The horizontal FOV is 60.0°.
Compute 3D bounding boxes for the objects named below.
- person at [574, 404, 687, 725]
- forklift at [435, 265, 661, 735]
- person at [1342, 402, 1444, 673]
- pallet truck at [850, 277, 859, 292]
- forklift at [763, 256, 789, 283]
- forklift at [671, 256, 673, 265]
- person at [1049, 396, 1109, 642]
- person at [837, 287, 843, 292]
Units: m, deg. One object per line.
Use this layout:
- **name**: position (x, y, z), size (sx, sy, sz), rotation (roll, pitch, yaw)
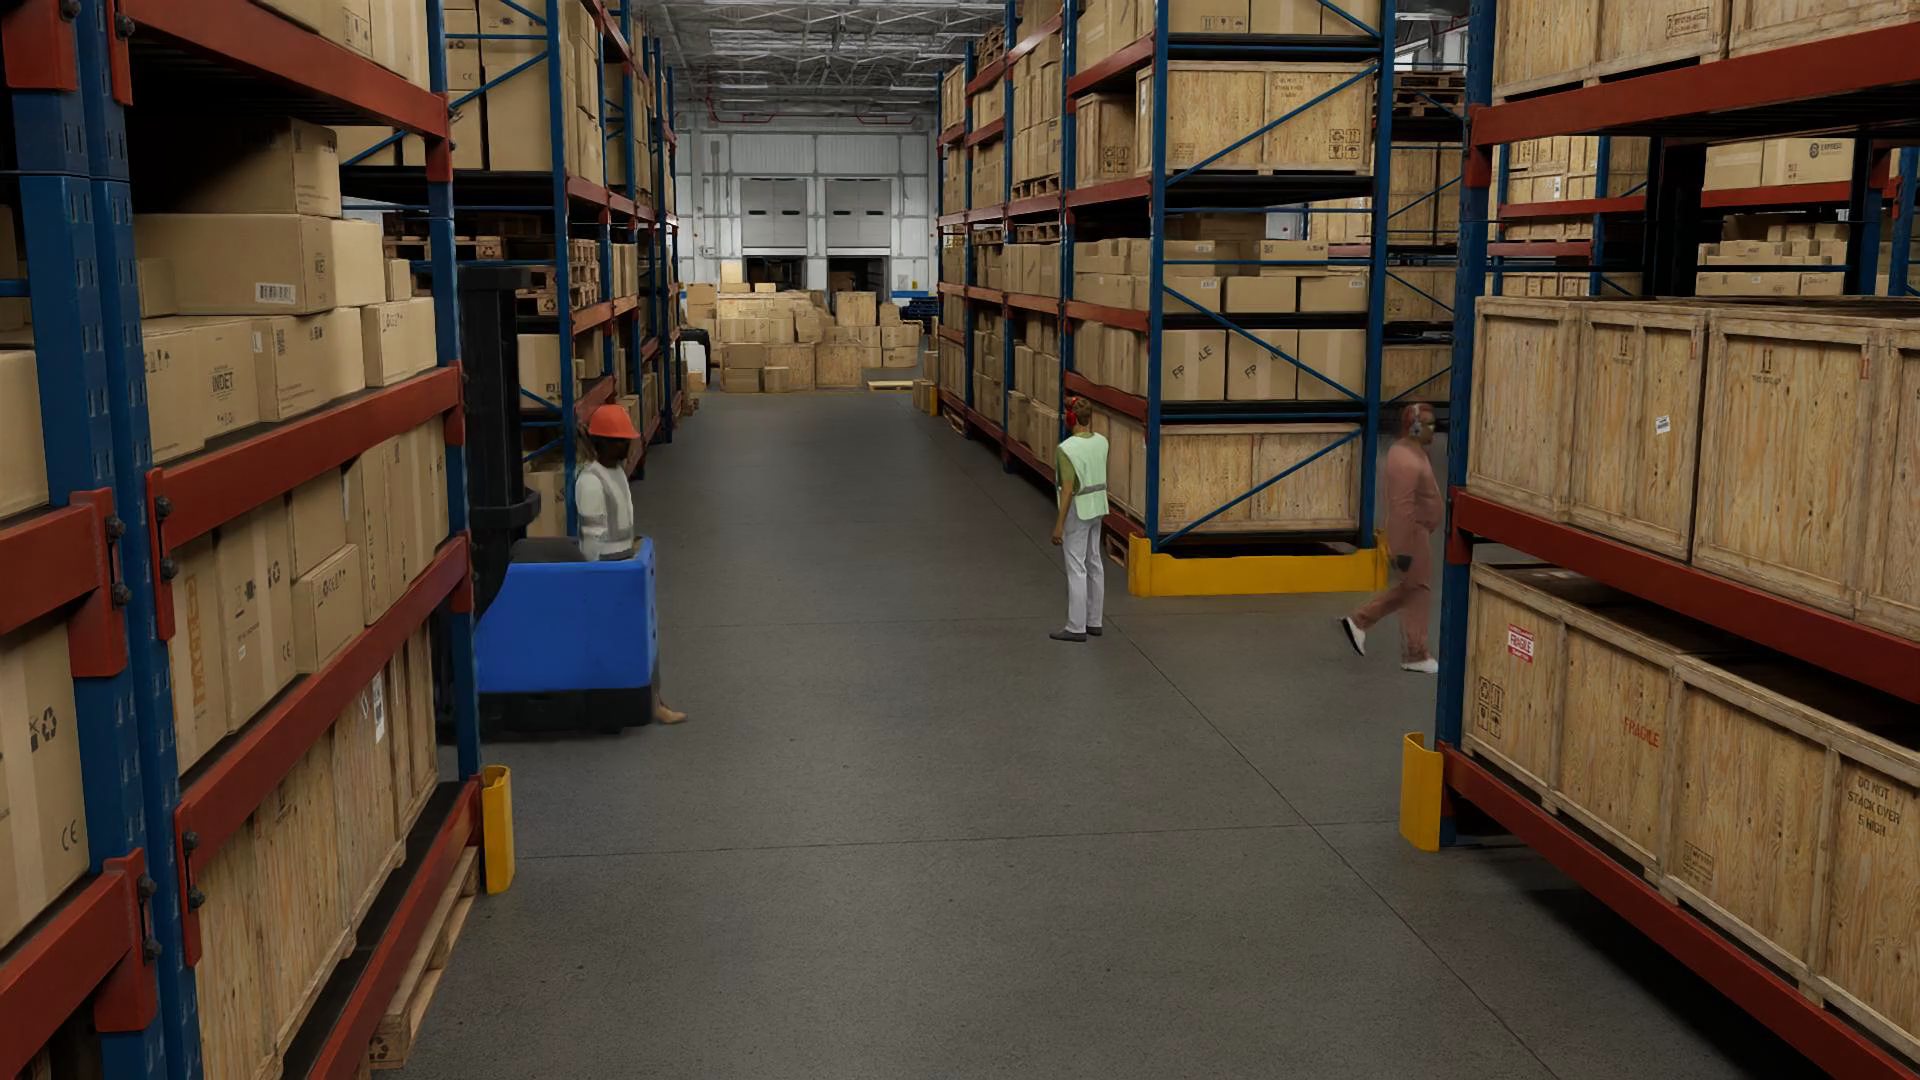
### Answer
- **person**: position (-2.227, 0.166, 10.161), size (0.983, 2.012, 0.621), rotation (1, 10, 8)
- **forklift**: position (-2.840, -0.272, 10.149), size (1.873, 2.768, 1.129), rotation (-1, 10, -7)
- **person**: position (3.079, -0.018, 11.543), size (0.671, 1.891, 0.657), rotation (2, 10, 11)
- **pallet truck**: position (-3.782, -9.391, 65.808), size (1.885, 1.965, 0.823), rotation (2, 10, 10)
- **forklift**: position (-6.697, -8.975, 60.817), size (1.129, 2.768, 1.873), rotation (-7, 12, -34)
- **forklift**: position (-10.987, -9.066, 61.344), size (1.129, 2.768, 1.873), rotation (-1, 10, -7)
- **person**: position (0.909, -0.154, 12.467), size (0.388, 1.847, 0.563), rotation (8, 12, 38)
- **person**: position (-4.584, -8.848, 63.687), size (0.307, 1.640, 0.518), rotation (2, 10, 13)
